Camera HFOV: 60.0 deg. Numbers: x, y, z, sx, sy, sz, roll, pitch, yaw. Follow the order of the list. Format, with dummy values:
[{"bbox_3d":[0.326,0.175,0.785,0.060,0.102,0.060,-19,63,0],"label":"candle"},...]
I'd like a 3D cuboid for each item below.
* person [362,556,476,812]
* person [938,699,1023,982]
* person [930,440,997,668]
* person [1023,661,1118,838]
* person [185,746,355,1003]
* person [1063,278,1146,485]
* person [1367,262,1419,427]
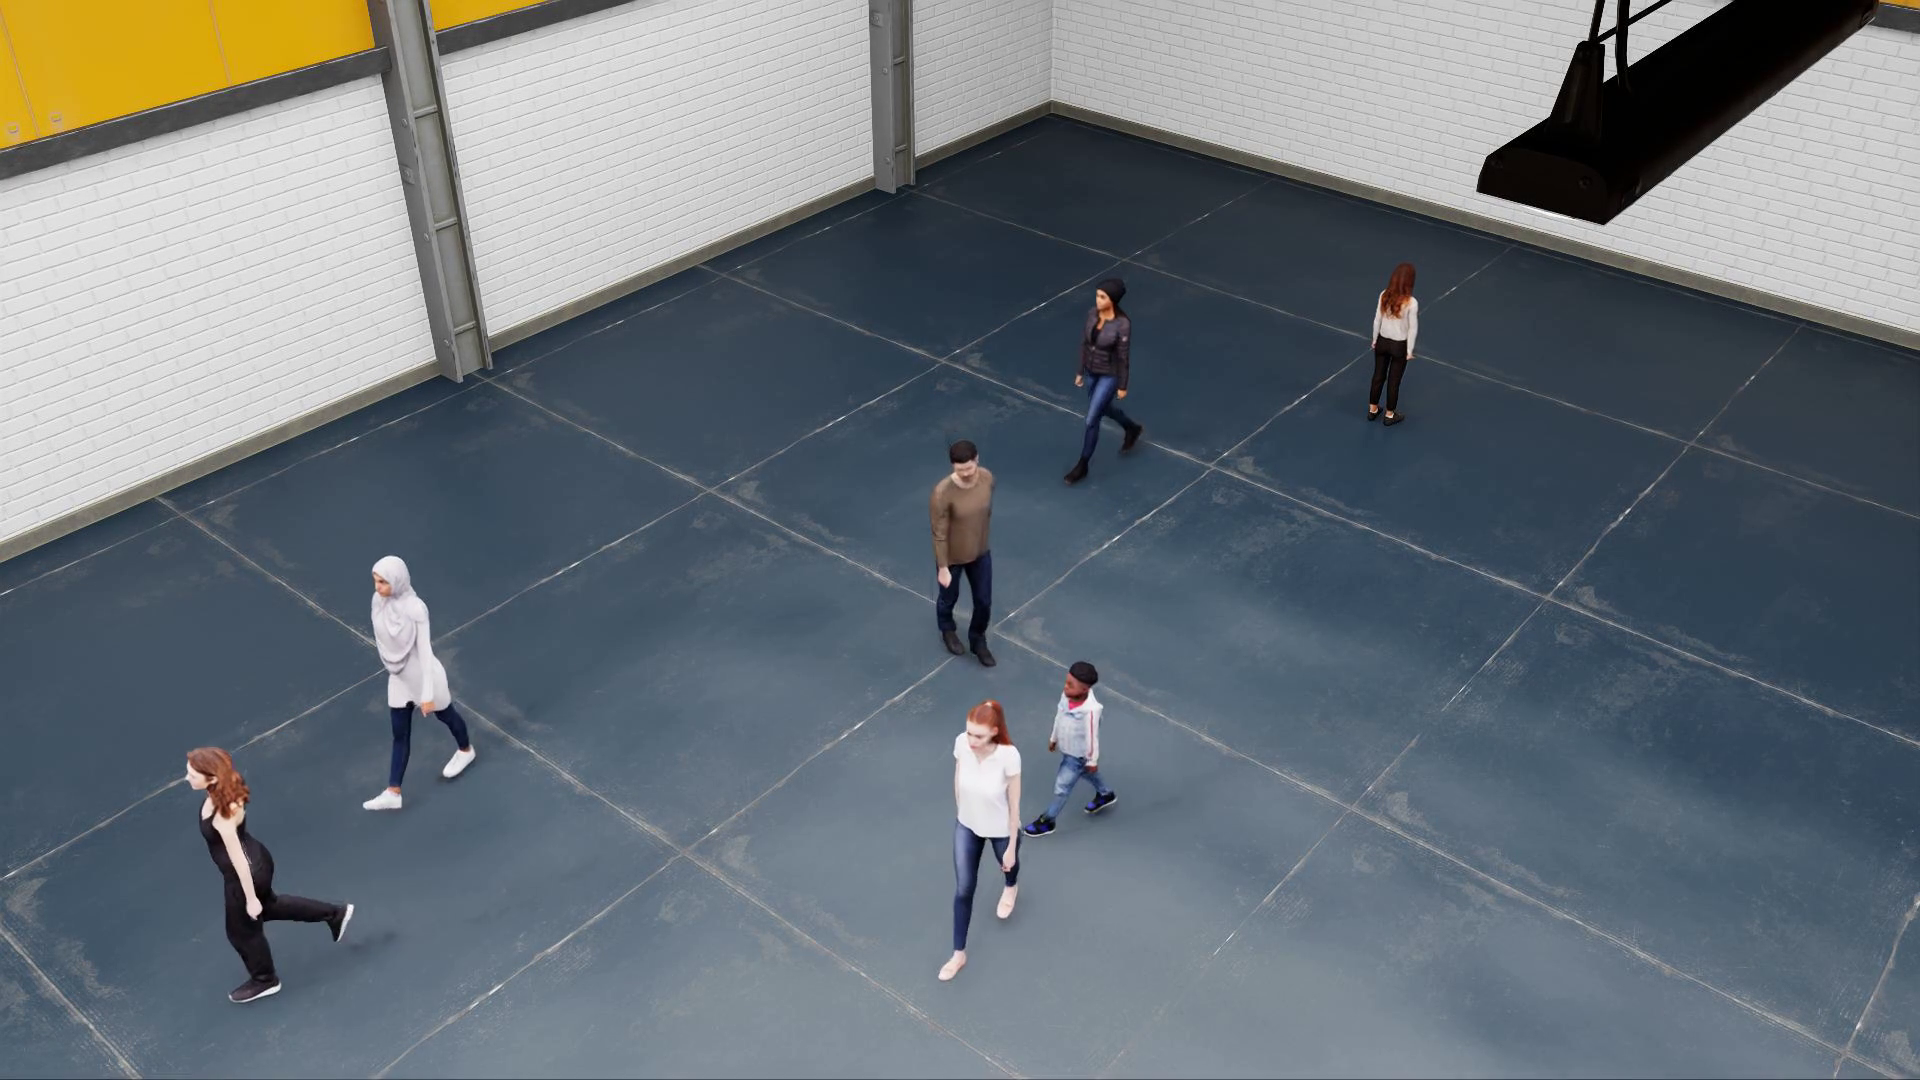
[{"bbox_3d":[-3.307,0.822,10.348,0.762,1.738,1.123,17,37,24],"label":"person"},{"bbox_3d":[0.206,1.563,9.279,0.825,1.689,1.192,13,36,19],"label":"person"},{"bbox_3d":[-0.002,0.038,11.438,0.846,1.839,0.875,-21,39,-29],"label":"person"},{"bbox_3d":[0.773,1.242,10.174,0.945,1.232,0.746,-13,36,-19],"label":"person"},{"bbox_3d":[-3.750,1.754,8.953,1.052,1.732,0.805,-18,38,-25],"label":"person"},{"bbox_3d":[1.234,-1.336,13.619,1.199,1.712,0.760,-25,41,-32],"label":"person"},{"bbox_3d":[3.735,-1.692,14.361,0.535,1.484,0.477,26,42,34],"label":"person"}]
